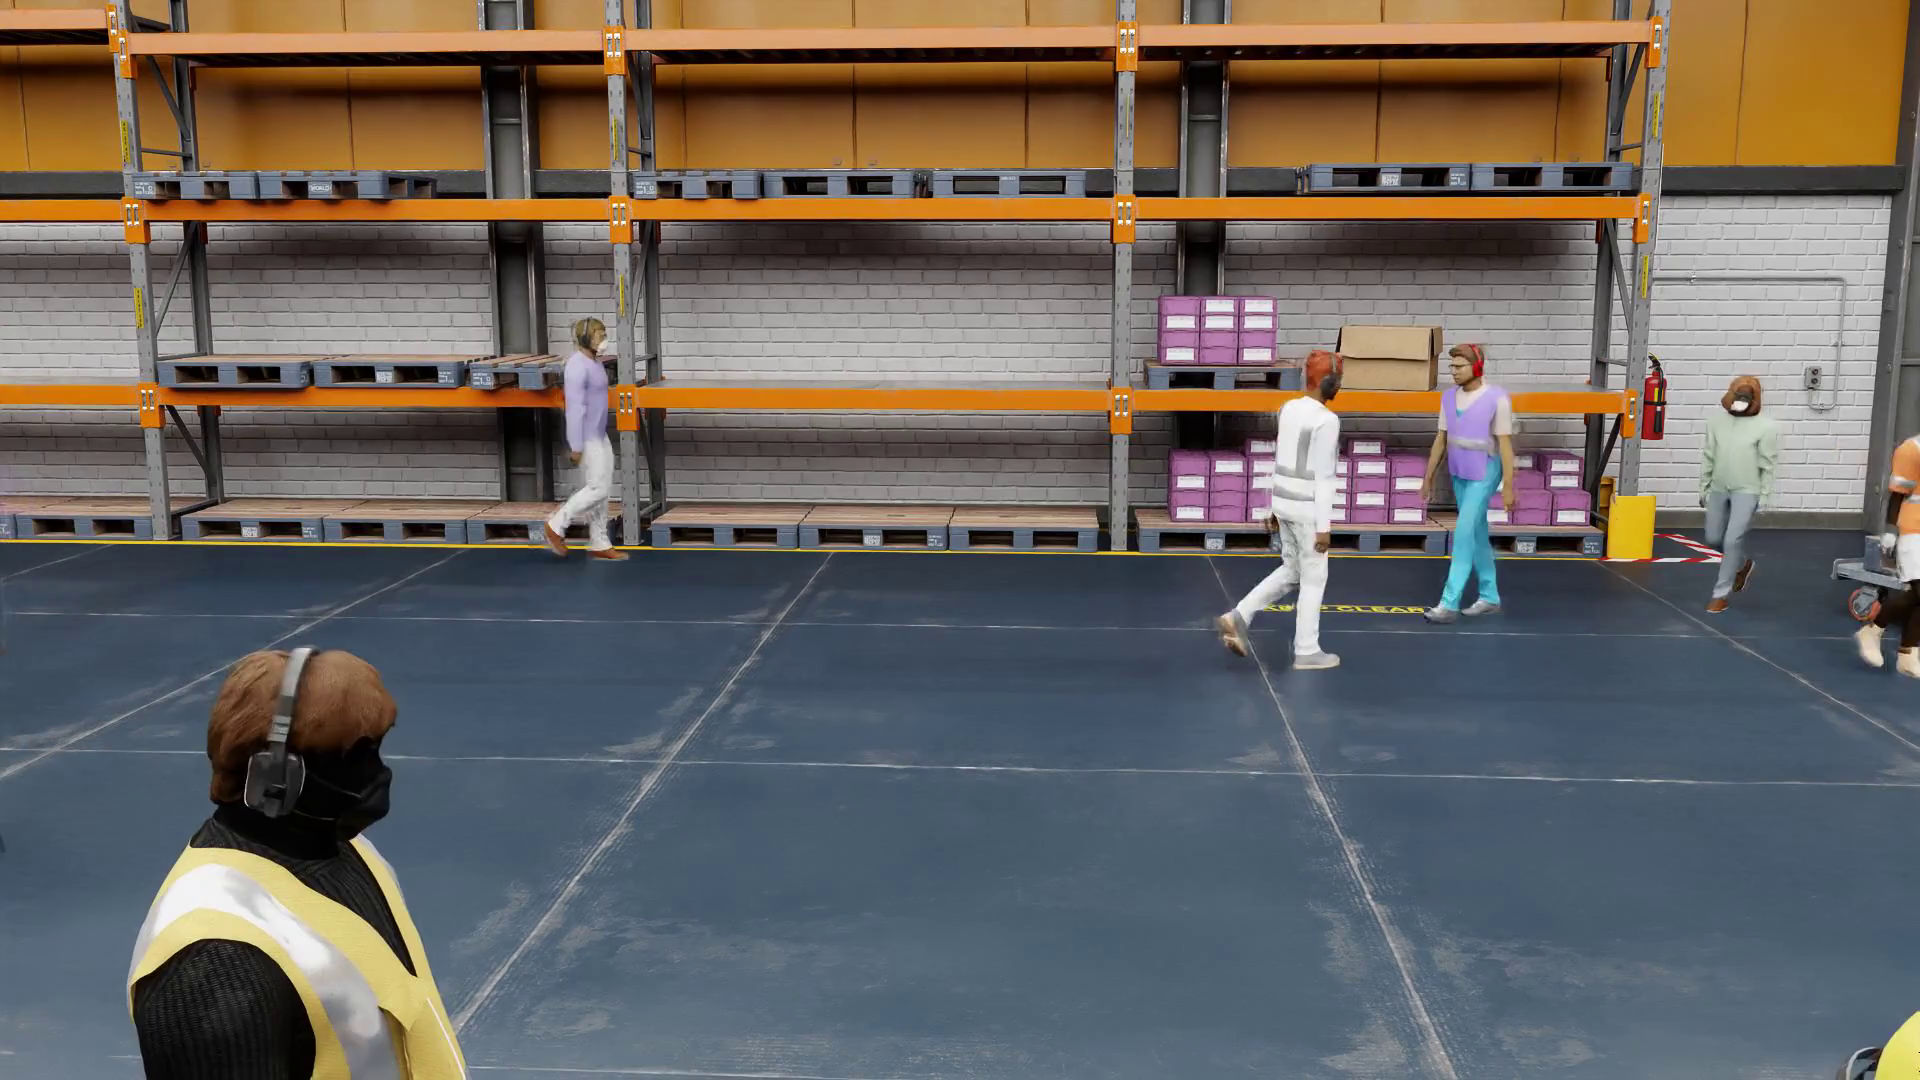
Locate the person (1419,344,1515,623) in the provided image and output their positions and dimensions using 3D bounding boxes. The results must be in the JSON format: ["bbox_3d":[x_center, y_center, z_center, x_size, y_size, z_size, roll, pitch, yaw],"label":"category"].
[{"bbox_3d":[3.254,-0.368,10.862,0.847,1.803,0.593,-4,10,-21],"label":"person"}]

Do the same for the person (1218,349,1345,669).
[{"bbox_3d":[1.878,-0.153,9.474,0.660,1.863,0.594,-3,10,-17],"label":"person"}]

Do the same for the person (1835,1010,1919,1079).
[{"bbox_3d":[0.884,1.247,1.543,0.328,1.767,0.531,8,12,38],"label":"person"}]

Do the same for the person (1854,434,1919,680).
[{"bbox_3d":[5.410,-0.036,9.318,0.543,1.669,0.437,-4,10,-21],"label":"person"}]

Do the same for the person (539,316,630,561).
[{"bbox_3d":[-2.906,-0.764,12.872,0.562,1.926,0.632,0,10,0],"label":"person"}]

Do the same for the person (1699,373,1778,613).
[{"bbox_3d":[5.257,-0.323,11.186,0.579,1.612,0.499,-7,12,-36],"label":"person"}]

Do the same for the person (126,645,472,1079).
[{"bbox_3d":[-0.928,1.056,2.452,0.429,1.841,0.625,-2,10,-10],"label":"person"}]
